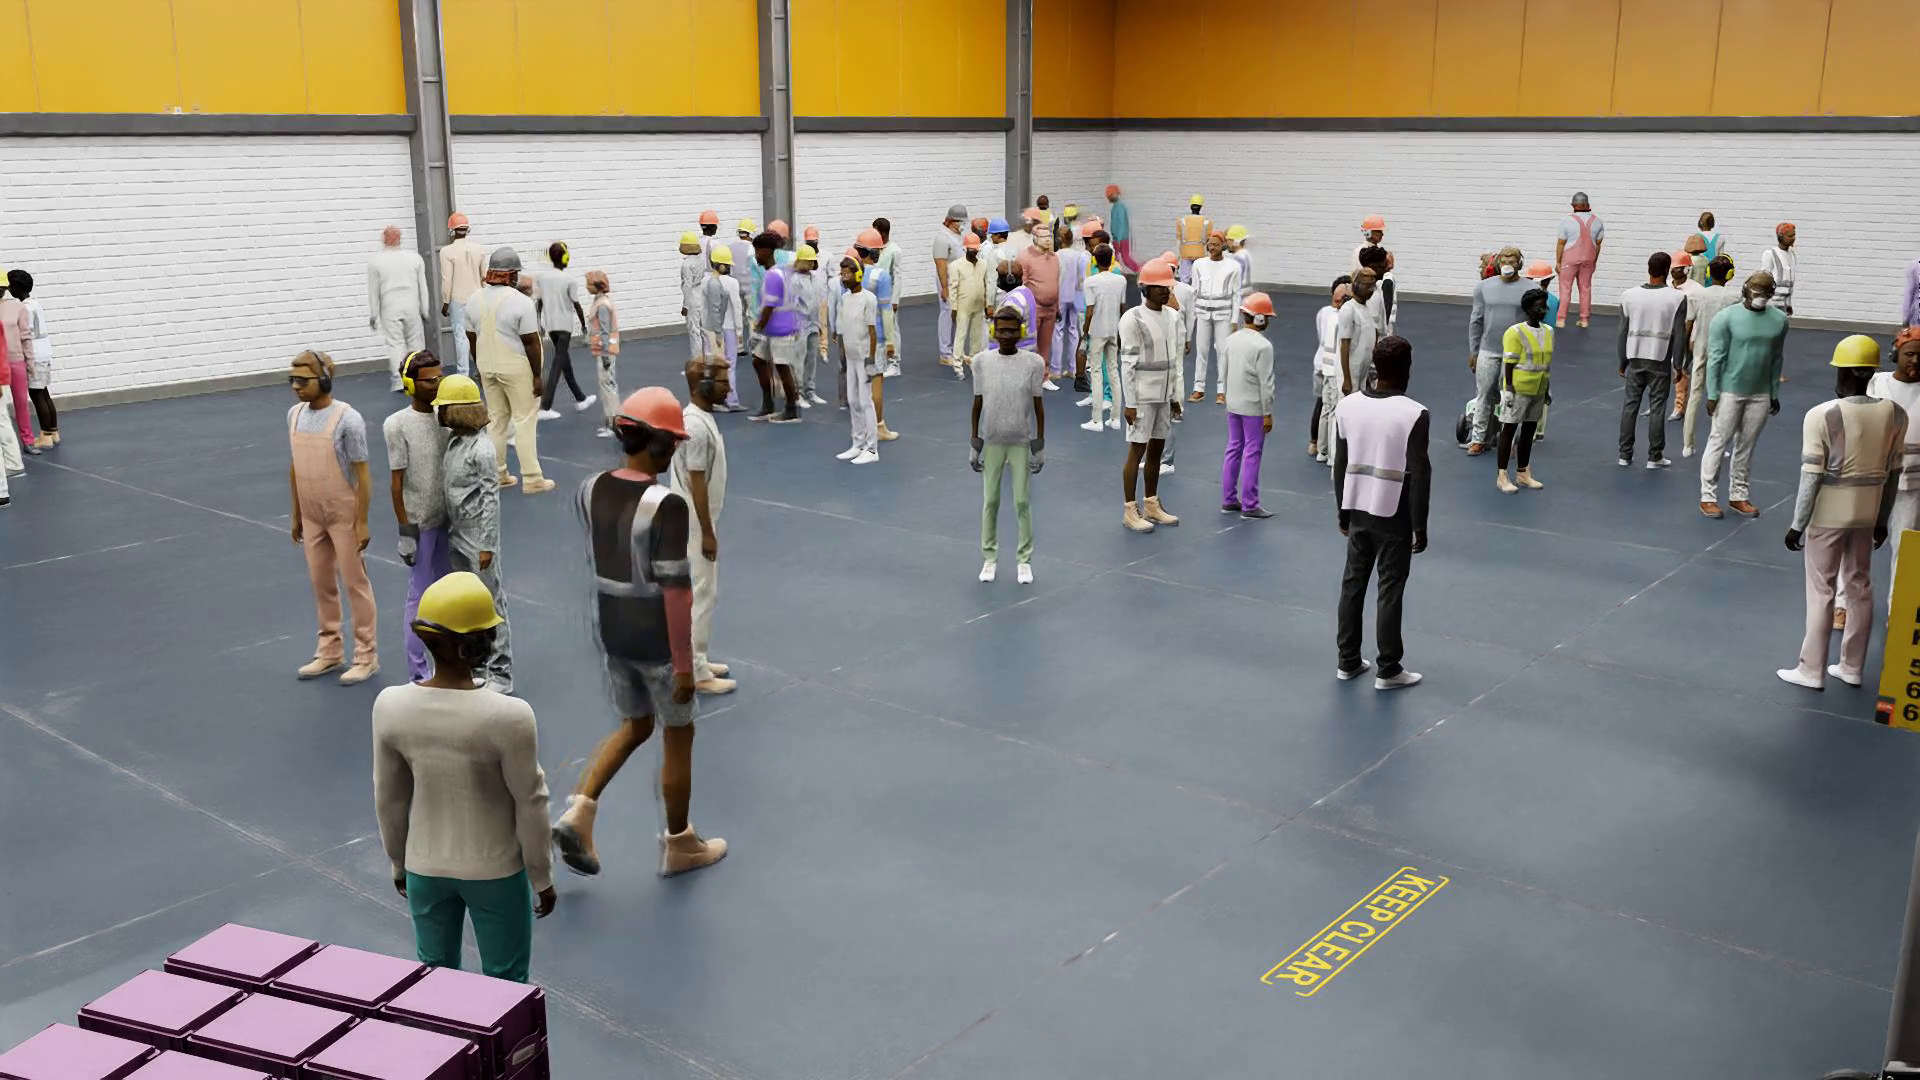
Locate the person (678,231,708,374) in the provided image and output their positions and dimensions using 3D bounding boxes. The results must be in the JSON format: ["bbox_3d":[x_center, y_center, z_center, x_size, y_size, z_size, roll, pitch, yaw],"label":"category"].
[{"bbox_3d":[-3.274,-2.898,20.354,0.292,1.746,0.484,4,15,16],"label":"person"}]

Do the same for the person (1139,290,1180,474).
[{"bbox_3d":[1.756,-1.393,14.568,0.285,1.633,0.500,-3,14,-10],"label":"person"}]

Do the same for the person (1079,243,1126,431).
[{"bbox_3d":[1.422,-2.017,16.595,0.534,1.863,0.310,-8,16,-29],"label":"person"}]

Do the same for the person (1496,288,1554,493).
[{"bbox_3d":[4.713,-1.241,13.830,0.531,1.698,0.320,-8,16,-28],"label":"person"}]

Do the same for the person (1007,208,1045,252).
[{"bbox_3d":[0.818,-3.319,21.625,0.713,1.954,0.406,-9,17,-32],"label":"person"}]

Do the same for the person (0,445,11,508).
[{"bbox_3d":[-7.854,-1.139,13.176,0.591,1.824,0.404,13,19,42],"label":"person"}]

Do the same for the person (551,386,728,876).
[{"bbox_3d":[-1.318,0.406,6.621,0.652,2.011,0.674,12,18,39],"label":"person"}]

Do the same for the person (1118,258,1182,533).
[{"bbox_3d":[1.455,-1.086,12.508,0.379,2.044,0.607,14,19,43],"label":"person"}]

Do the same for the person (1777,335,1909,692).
[{"bbox_3d":[4.736,-0.140,8.963,0.593,1.924,0.384,-3,14,-10],"label":"person"}]

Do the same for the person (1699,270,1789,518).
[{"bbox_3d":[6.082,-1.129,12.911,0.629,1.931,0.374,-2,14,-8],"label":"person"}]

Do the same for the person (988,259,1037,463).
[{"bbox_3d":[0.471,-1.611,15.040,0.429,1.837,0.625,4,14,14],"label":"person"}]

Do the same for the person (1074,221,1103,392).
[{"bbox_3d":[1.491,-2.667,19.040,0.371,1.935,0.551,0,14,2],"label":"person"}]

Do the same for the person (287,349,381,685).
[{"bbox_3d":[-3.431,-0.124,9.065,0.516,1.843,0.326,6,15,22],"label":"person"}]

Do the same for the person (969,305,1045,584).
[{"bbox_3d":[0.312,-0.631,11.067,0.509,1.862,0.328,2,14,9],"label":"person"}]

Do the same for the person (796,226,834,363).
[{"bbox_3d":[-1.877,-3.131,21.268,0.569,1.751,0.329,-2,14,-6],"label":"person"}]

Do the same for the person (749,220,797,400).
[{"bbox_3d":[-2.045,-2.576,18.635,0.597,1.979,1.046,0,14,-1],"label":"person"}]

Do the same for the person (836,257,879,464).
[{"bbox_3d":[-0.930,-1.620,15.028,0.341,1.857,0.521,-10,17,-36],"label":"person"}]

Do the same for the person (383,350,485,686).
[{"bbox_3d":[-2.794,-0.079,8.834,0.328,1.873,0.518,5,15,20],"label":"person"}]

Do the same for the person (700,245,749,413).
[{"bbox_3d":[-2.517,-2.239,17.686,0.523,1.765,0.333,9,16,31],"label":"person"}]

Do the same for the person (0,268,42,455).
[{"bbox_3d":[-8.758,-1.624,15.243,0.525,1.761,0.342,-13,19,-43],"label":"person"}]

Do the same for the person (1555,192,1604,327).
[{"bbox_3d":[9.286,-4.234,25.094,0.683,2.000,0.535,-1,14,-4],"label":"person"}]

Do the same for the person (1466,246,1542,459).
[{"bbox_3d":[4.972,-1.715,15.234,0.627,1.940,0.372,6,15,22],"label":"person"}]

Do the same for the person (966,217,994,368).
[{"bbox_3d":[0.272,-3.083,20.807,0.353,1.886,0.578,-2,14,-8],"label":"person"}]

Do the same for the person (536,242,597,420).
[{"bbox_3d":[-4.136,-2.198,17.417,0.536,1.813,0.995,7,16,26],"label":"person"}]

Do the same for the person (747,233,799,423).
[{"bbox_3d":[-1.962,-2.136,16.923,0.675,1.931,0.602,-2,14,-10],"label":"person"}]

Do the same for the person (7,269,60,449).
[{"bbox_3d":[-8.761,-1.709,15.725,0.319,1.687,0.538,-4,15,-17],"label":"person"}]

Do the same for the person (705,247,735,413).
[{"bbox_3d":[-2.533,-2.224,17.649,0.340,1.752,0.529,-1,14,-3],"label":"person"}]

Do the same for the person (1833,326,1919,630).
[{"bbox_3d":[5.550,-0.339,9.890,0.590,1.873,0.366,7,16,27],"label":"person"}]

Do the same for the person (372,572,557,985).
[{"bbox_3d":[-1.439,0.957,4.909,0.534,1.766,0.317,3,14,12],"label":"person"}]

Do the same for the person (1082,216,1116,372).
[{"bbox_3d":[1.652,-3.039,20.591,0.408,1.908,0.641,-6,15,-23],"label":"person"}]

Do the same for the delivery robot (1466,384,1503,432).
[{"bbox_3d":[5.157,-1.278,16.103,0.477,0.478,0.707,9,16,31],"label":"delivery robot"}]

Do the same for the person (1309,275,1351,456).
[{"bbox_3d":[3.422,-1.563,15.141,0.324,1.686,0.532,-7,16,-26],"label":"person"}]

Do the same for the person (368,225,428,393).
[{"bbox_3d":[-6.417,-2.636,19.035,0.657,1.918,0.436,-9,17,-32],"label":"person"}]

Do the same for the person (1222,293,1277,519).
[{"bbox_3d":[2.270,-1.045,12.936,0.345,1.746,0.573,-7,16,-25],"label":"person"}]

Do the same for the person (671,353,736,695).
[{"bbox_3d":[-1.392,-0.091,8.956,0.358,1.835,0.507,-1,14,-5],"label":"person"}]

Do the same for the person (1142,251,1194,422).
[{"bbox_3d":[2.112,-2.072,17.037,0.571,1.751,0.329,-1,14,-6],"label":"person"}]

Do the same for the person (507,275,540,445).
[{"bbox_3d":[-4.222,-1.714,15.888,0.446,1.612,0.535,-6,15,-21],"label":"person"}]
